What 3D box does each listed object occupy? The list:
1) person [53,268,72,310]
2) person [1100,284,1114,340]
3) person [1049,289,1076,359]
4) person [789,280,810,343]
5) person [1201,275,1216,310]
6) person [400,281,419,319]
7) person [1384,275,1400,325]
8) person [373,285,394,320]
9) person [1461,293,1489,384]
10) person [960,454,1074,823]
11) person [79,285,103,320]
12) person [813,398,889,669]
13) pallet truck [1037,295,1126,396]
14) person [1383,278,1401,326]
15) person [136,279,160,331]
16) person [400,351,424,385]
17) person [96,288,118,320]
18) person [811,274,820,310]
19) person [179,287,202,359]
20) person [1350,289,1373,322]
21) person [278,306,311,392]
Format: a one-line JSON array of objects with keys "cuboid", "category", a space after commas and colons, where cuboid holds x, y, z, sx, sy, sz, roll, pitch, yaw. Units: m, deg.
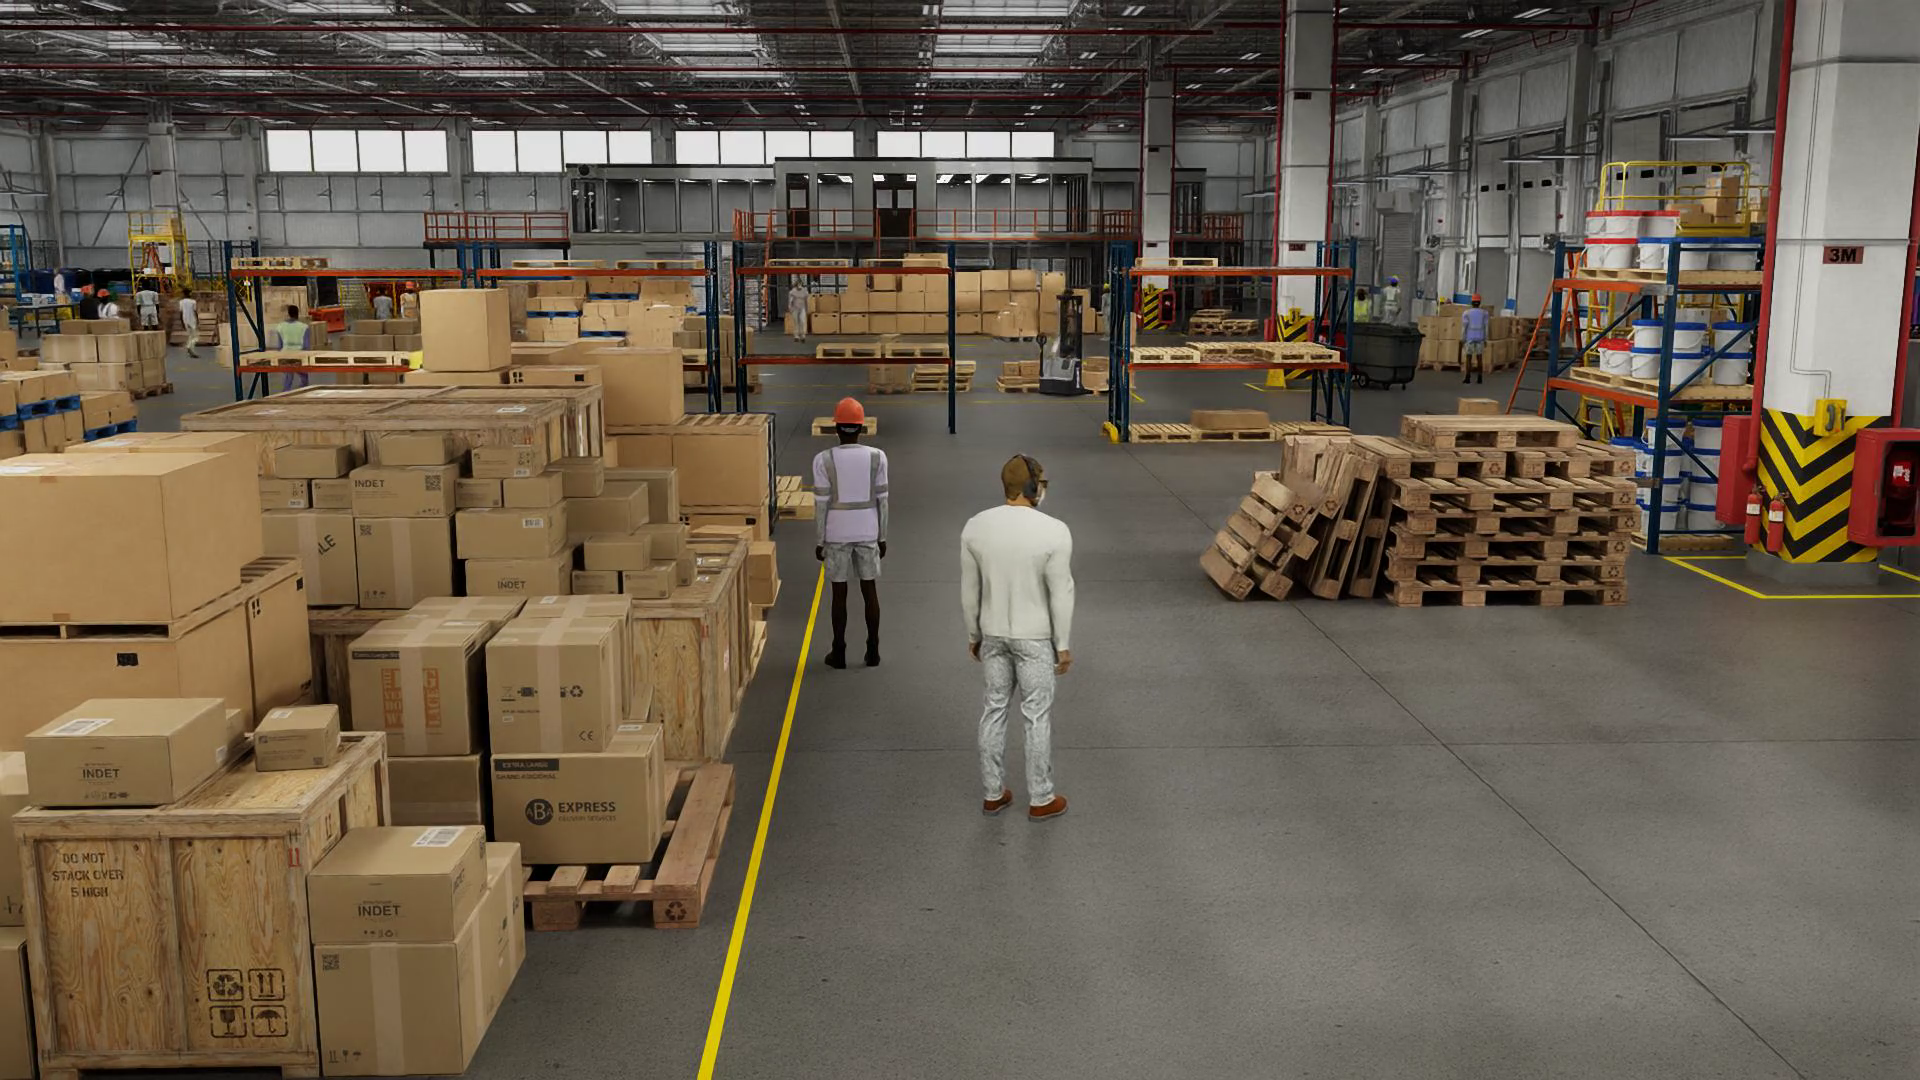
[{"cuboid": [-39.830, -11.108, 73.703, 0.684, 1.871, 0.822, 7, 12, 35], "category": "person"}, {"cuboid": [4.528, -7.021, 51.258, 0.484, 1.745, 0.297, -7, 13, -36], "category": "person"}, {"cuboid": [2.730, -5.559, 42.931, 0.837, 1.818, 0.632, -6, 12, -30], "category": "person"}, {"cuboid": [-4.837, -6.877, 50.096, 0.638, 1.891, 1.059, -1, 10, -6], "category": "person"}, {"cuboid": [10.677, -10.774, 71.502, 0.612, 1.986, 0.407, 3, 11, 18], "category": "person"}, {"cuboid": [-15.368, -6.272, 46.573, 0.385, 1.928, 0.547, 9, 14, 42], "category": "person"}, {"cuboid": [14.157, -7.689, 54.461, 0.587, 1.930, 0.362, -4, 11, -22], "category": "person"}, {"cuboid": [-15.727, -6.024, 45.414, 0.546, 1.848, 0.445, -5, 11, -24], "category": "person"}, {"cuboid": [11.029, -4.320, 35.673, 0.548, 1.937, 0.379, 1, 10, 7], "category": "person"}, {"cuboid": [0.301, 0.517, 8.733, 0.628, 1.936, 0.375, 5, 11, 27], "category": "person"}, {"cuboid": [-21.453, -5.335, 41.291, 0.687, 1.962, 0.682, 0, 10, -1], "category": "person"}, {"cuboid": [-0.780, -0.044, 11.849, 0.544, 1.939, 0.354, -3, 11, -16], "category": "person"}, {"cuboid": [2.483, -3.881, 33.060, 1.885, 1.965, 0.823, -7, 13, -36], "category": "pallet truck"}, {"cuboid": [13.642, -7.340, 52.608, 0.610, 1.903, 0.993, 7, 12, 35], "category": "person"}, {"cuboid": [-23.325, -6.509, 47.788, 0.603, 1.967, 0.366, -7, 12, -35], "category": "person"}, {"cuboid": [-5.600, -1.027, 17.397, 0.590, 1.912, 0.471, -2, 10, -12], "category": "person"}, {"cuboid": [-20.378, -5.033, 39.683, 0.553, 1.920, 0.405, 5, 11, 27], "category": "person"}, {"cuboid": [-5.275, -8.796, 60.760, 0.355, 1.885, 0.576, 1, 10, 7], "category": "person"}, {"cuboid": [-19.960, -5.620, 43.141, 0.560, 1.856, 0.429, 2, 10, 14], "category": "person"}, {"cuboid": [10.548, -5.723, 43.874, 0.637, 1.806, 0.930, 2, 10, 13], "category": "person"}, {"cuboid": [-12.209, -3.355, 30.523, 0.613, 1.865, 1.027, -1, 10, -3], "category": "person"}]
